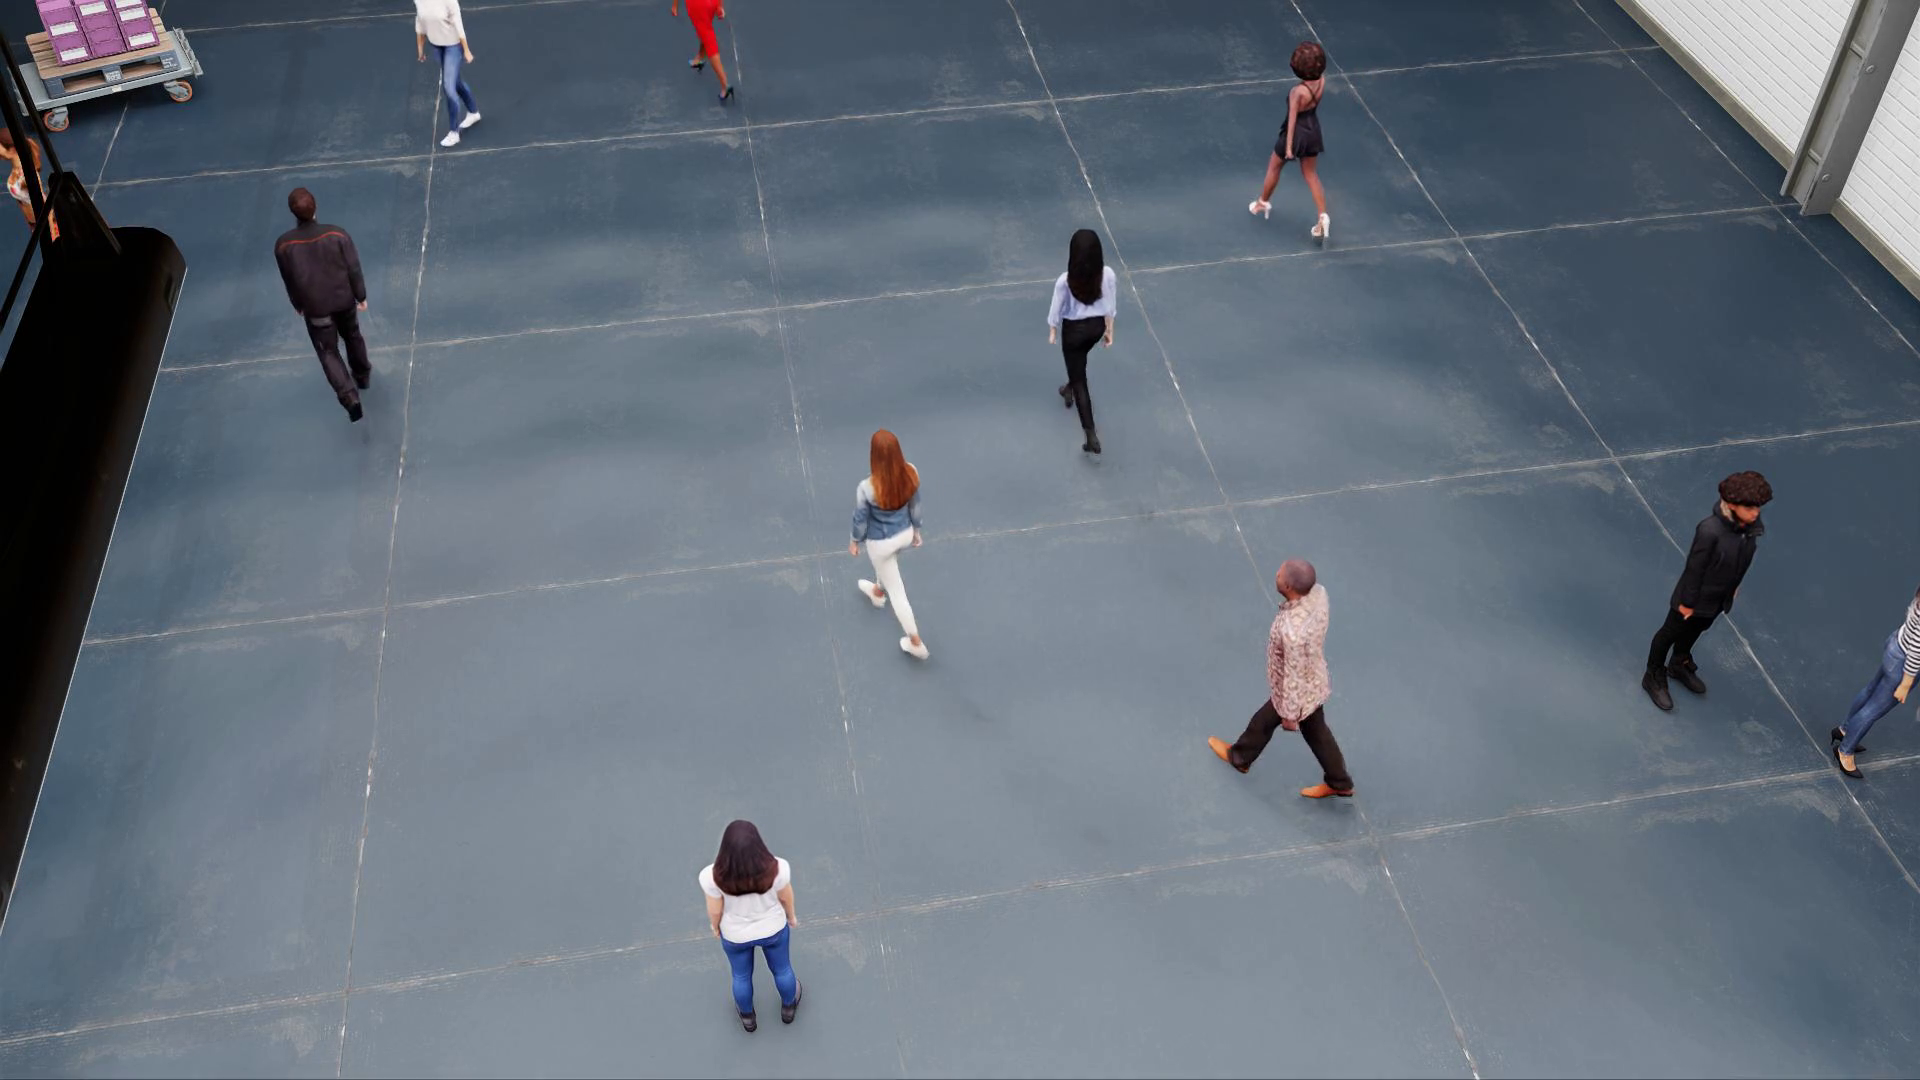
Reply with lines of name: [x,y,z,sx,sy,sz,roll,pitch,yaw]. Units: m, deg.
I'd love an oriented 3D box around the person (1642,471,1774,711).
person: [4.590,0.278,10.232,0.689,1.781,0.688,-18,47,-18]

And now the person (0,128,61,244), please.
person: [-7.145,-2.430,13.067,0.724,1.792,0.634,-28,50,-26]

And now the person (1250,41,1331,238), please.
person: [2.937,-3.347,14.057,0.848,1.754,1.128,-25,49,-24]

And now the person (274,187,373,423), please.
person: [-4.665,-1.713,12.297,0.924,1.815,1.155,-20,47,-20]

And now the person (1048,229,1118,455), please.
person: [0.916,-1.405,12.058,0.785,1.700,1.202,-14,45,-15]

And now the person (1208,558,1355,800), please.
person: [2.031,0.893,9.609,1.272,1.750,1.224,20,47,20]

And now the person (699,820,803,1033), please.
person: [-1.050,1.989,8.506,0.587,1.685,0.505,-7,44,-7]

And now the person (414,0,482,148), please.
person: [-4.687,-4.572,15.385,0.929,1.696,1.028,20,47,20]

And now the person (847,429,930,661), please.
person: [-0.401,0.057,10.549,0.960,1.664,1.187,-27,50,-26]

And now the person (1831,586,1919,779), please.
person: [5.544,0.707,9.771,0.728,1.795,0.637,20,47,20]

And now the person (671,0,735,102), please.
person: [-2.400,-5.003,15.837,0.985,1.697,1.184,-32,52,-29]
